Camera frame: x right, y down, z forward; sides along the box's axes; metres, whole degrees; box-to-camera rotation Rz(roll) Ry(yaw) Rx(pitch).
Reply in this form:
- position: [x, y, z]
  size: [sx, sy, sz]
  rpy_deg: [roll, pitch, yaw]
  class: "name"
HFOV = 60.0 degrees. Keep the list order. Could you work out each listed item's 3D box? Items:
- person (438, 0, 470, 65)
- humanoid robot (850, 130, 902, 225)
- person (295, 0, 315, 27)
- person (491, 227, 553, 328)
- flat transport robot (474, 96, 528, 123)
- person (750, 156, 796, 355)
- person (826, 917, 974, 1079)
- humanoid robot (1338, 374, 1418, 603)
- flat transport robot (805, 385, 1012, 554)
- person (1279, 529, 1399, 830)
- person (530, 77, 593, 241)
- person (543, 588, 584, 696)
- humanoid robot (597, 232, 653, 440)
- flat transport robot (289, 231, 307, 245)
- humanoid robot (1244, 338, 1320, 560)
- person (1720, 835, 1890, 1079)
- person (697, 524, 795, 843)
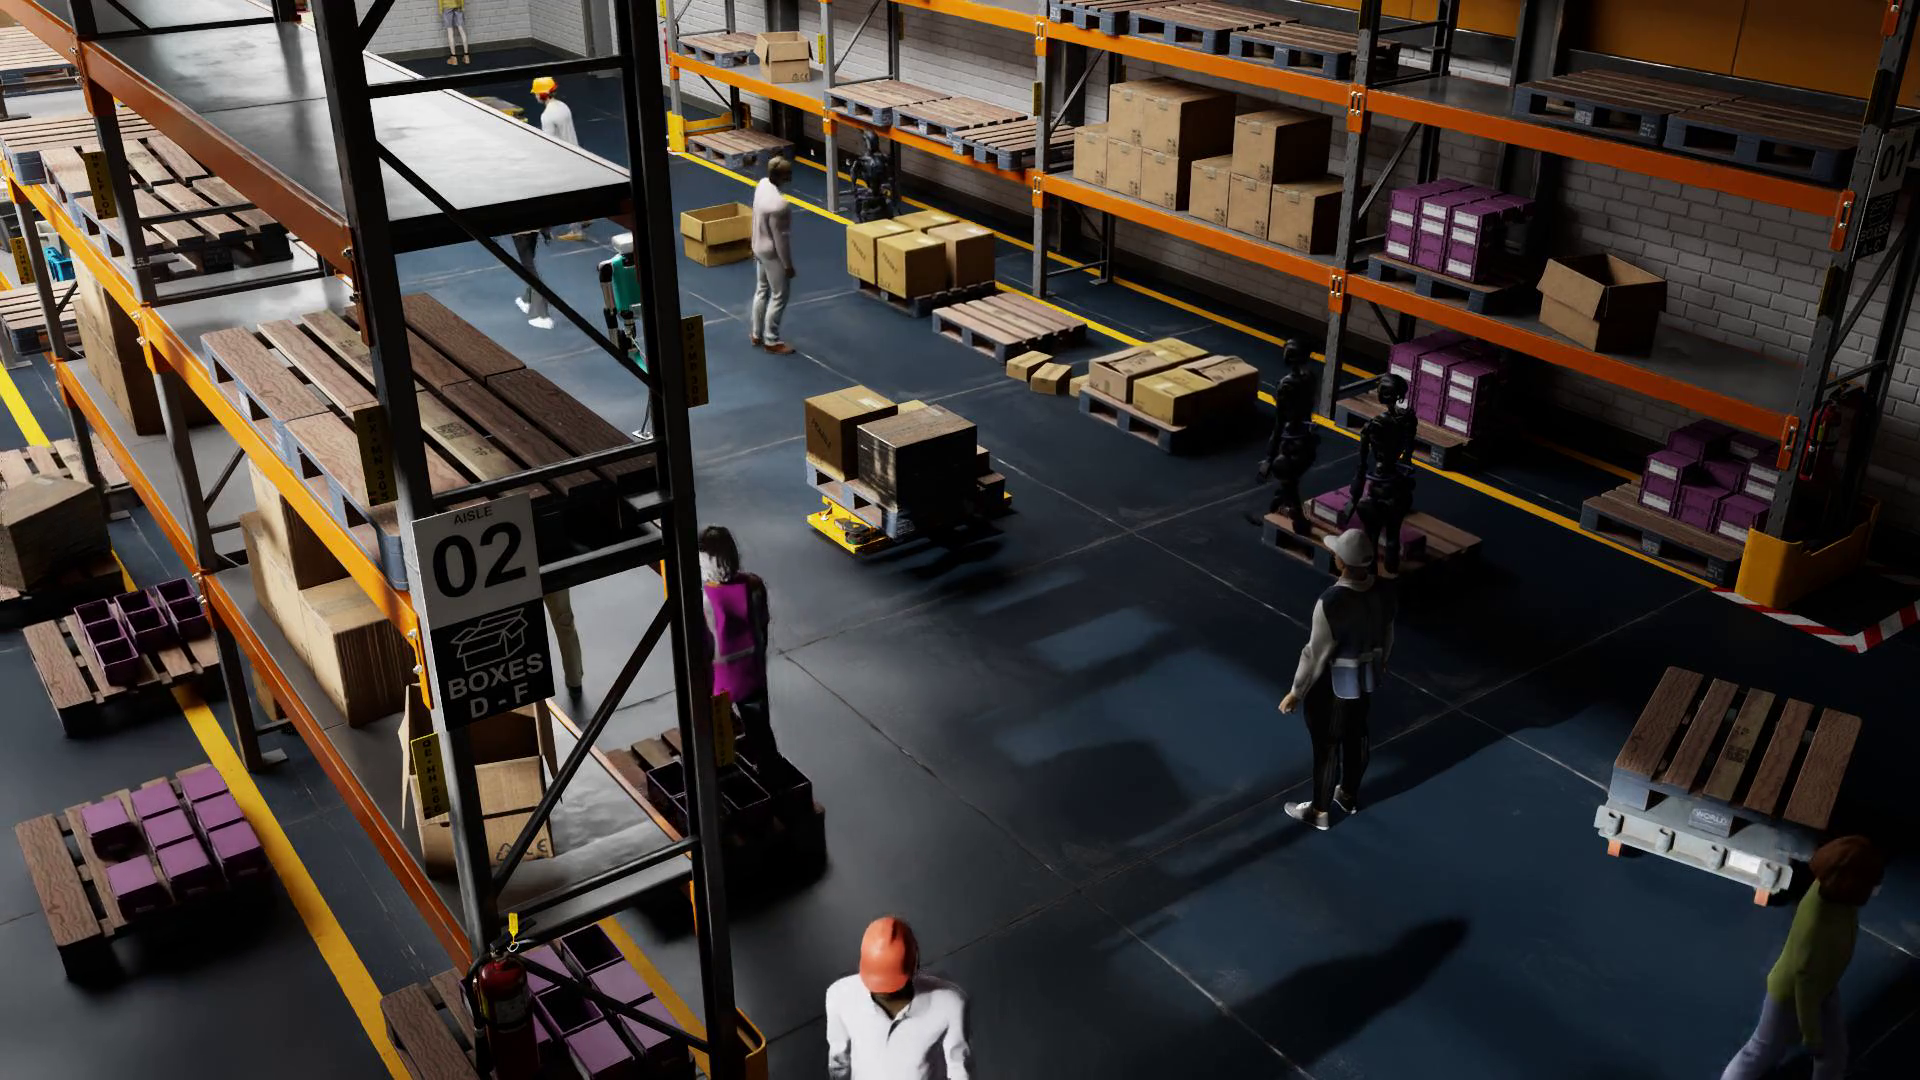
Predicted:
- position: [-8.583, -9.006, 28.097]
  size: [0.470, 1.893, 0.386]
  rpy_deg: [-18, 32, -32]
  class: "person"
- position: [-0.845, -3.434, 17.286]
  size: [0.587, 1.631, 0.731]
  rpy_deg: [-19, 32, -33]
  class: "humanoid robot"
- position: [-9.411, -6.953, 24.068]
  size: [0.623, 1.844, 0.429]
  rpy_deg: [-18, 32, -32]
  class: "person"
- position: [-4.329, -3.022, 16.262]
  size: [0.913, 1.817, 0.533]
  rpy_deg: [24, 35, 39]
  class: "person"
- position: [-6.979, -6.318, 24.554]
  size: [0.659, 0.231, 1.431]
  rpy_deg: [-18, 32, -32]
  class: "flat transport robot"
- position: [-1.772, -2.666, 15.488]
  size: [0.424, 1.891, 0.796]
  rpy_deg: [-12, 29, -22]
  class: "person"
- position: [-0.217, 2.066, 6.260]
  size: [0.557, 1.721, 0.805]
  rpy_deg: [2, 27, 3]
  class: "person"
- position: [2.794, -0.309, 11.018]
  size: [0.599, 1.657, 0.315]
  rpy_deg: [-18, 32, -32]
  class: "humanoid robot"
- position: [-0.370, -0.266, 12.517]
  size: [1.431, 0.231, 0.659]
  rpy_deg: [-18, 32, -32]
  class: "flat transport robot"
- position: [2.035, 0.742, 8.852]
  size: [0.745, 1.758, 0.429]
  rpy_deg: [-18, 32, -32]
  class: "person"
- position: [-4.502, -4.276, 18.709]
  size: [0.468, 1.872, 0.573]
  rpy_deg: [3, 27, 7]
  class: "person"
- position: [-2.537, 0.191, 9.952]
  size: [0.558, 1.753, 0.321]
  rpy_deg: [-18, 32, -32]
  class: "person"
- position: [-2.493, -1.584, 13.355]
  size: [0.533, 1.677, 0.735]
  rpy_deg: [-18, 32, -32]
  class: "humanoid robot"
- position: [-7.499, -3.717, 19.380]
  size: [0.659, 0.231, 1.431]
  rpy_deg: [0, 27, 0]
  class: "flat transport robot"
- position: [2.305, -0.640, 11.736]
  size: [0.733, 1.636, 0.600]
  rpy_deg: [19, 32, 33]
  class: "humanoid robot"
- position: [3.531, 1.897, 6.723]
  size: [0.517, 1.606, 0.755]
  rpy_deg: [-24, 35, -39]
  class: "person"
- position: [-1.190, 0.740, 8.809]
  size: [0.523, 1.801, 0.954]
  rpy_deg: [-15, 31, -28]
  class: "person"
